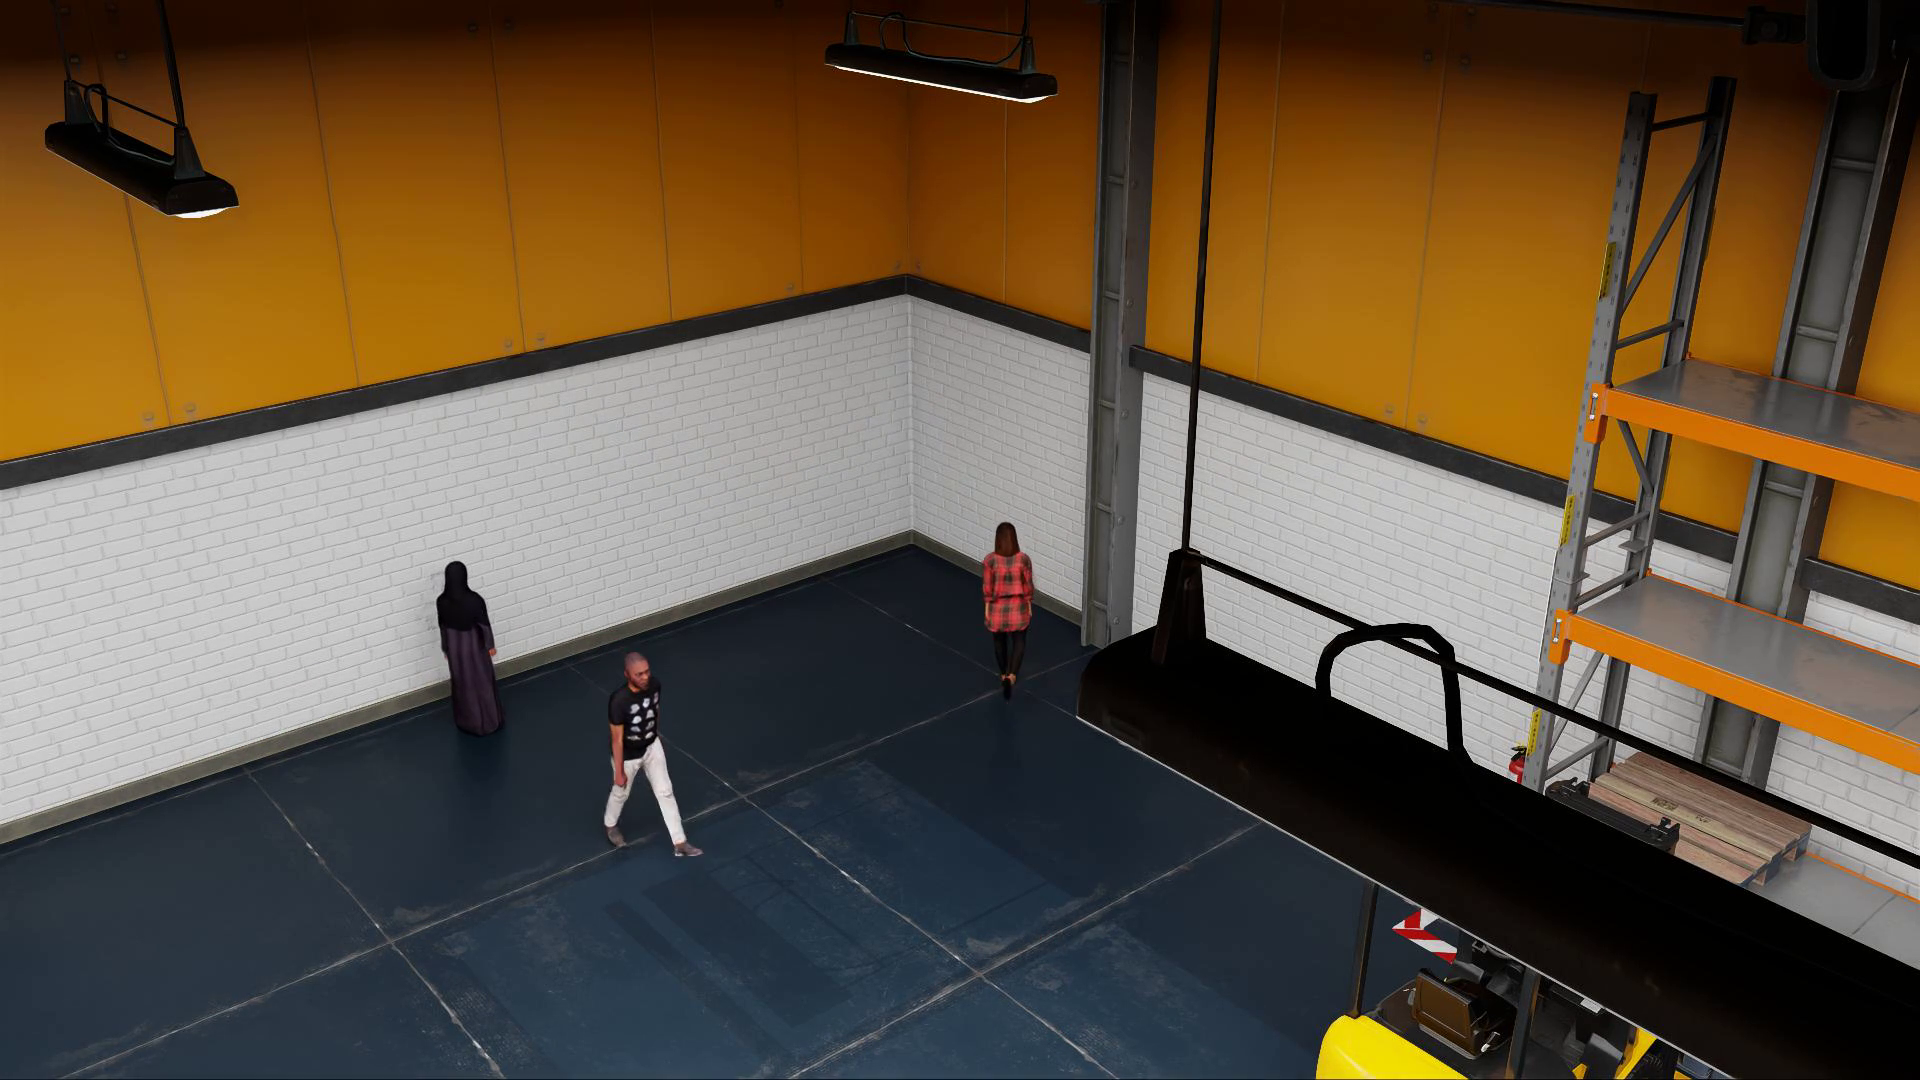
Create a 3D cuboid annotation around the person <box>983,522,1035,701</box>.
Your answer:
[{"bbox_3d":[0.436,0.660,14.927,0.998,1.684,1.052,2,24,4],"label":"person"}]

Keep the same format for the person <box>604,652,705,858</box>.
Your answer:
[{"bbox_3d":[-2.508,1.617,12.677,1.226,1.732,0.771,20,30,38],"label":"person"}]

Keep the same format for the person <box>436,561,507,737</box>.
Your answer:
[{"bbox_3d":[-4.279,0.925,14.407,0.724,1.614,0.795,4,24,10],"label":"person"}]
